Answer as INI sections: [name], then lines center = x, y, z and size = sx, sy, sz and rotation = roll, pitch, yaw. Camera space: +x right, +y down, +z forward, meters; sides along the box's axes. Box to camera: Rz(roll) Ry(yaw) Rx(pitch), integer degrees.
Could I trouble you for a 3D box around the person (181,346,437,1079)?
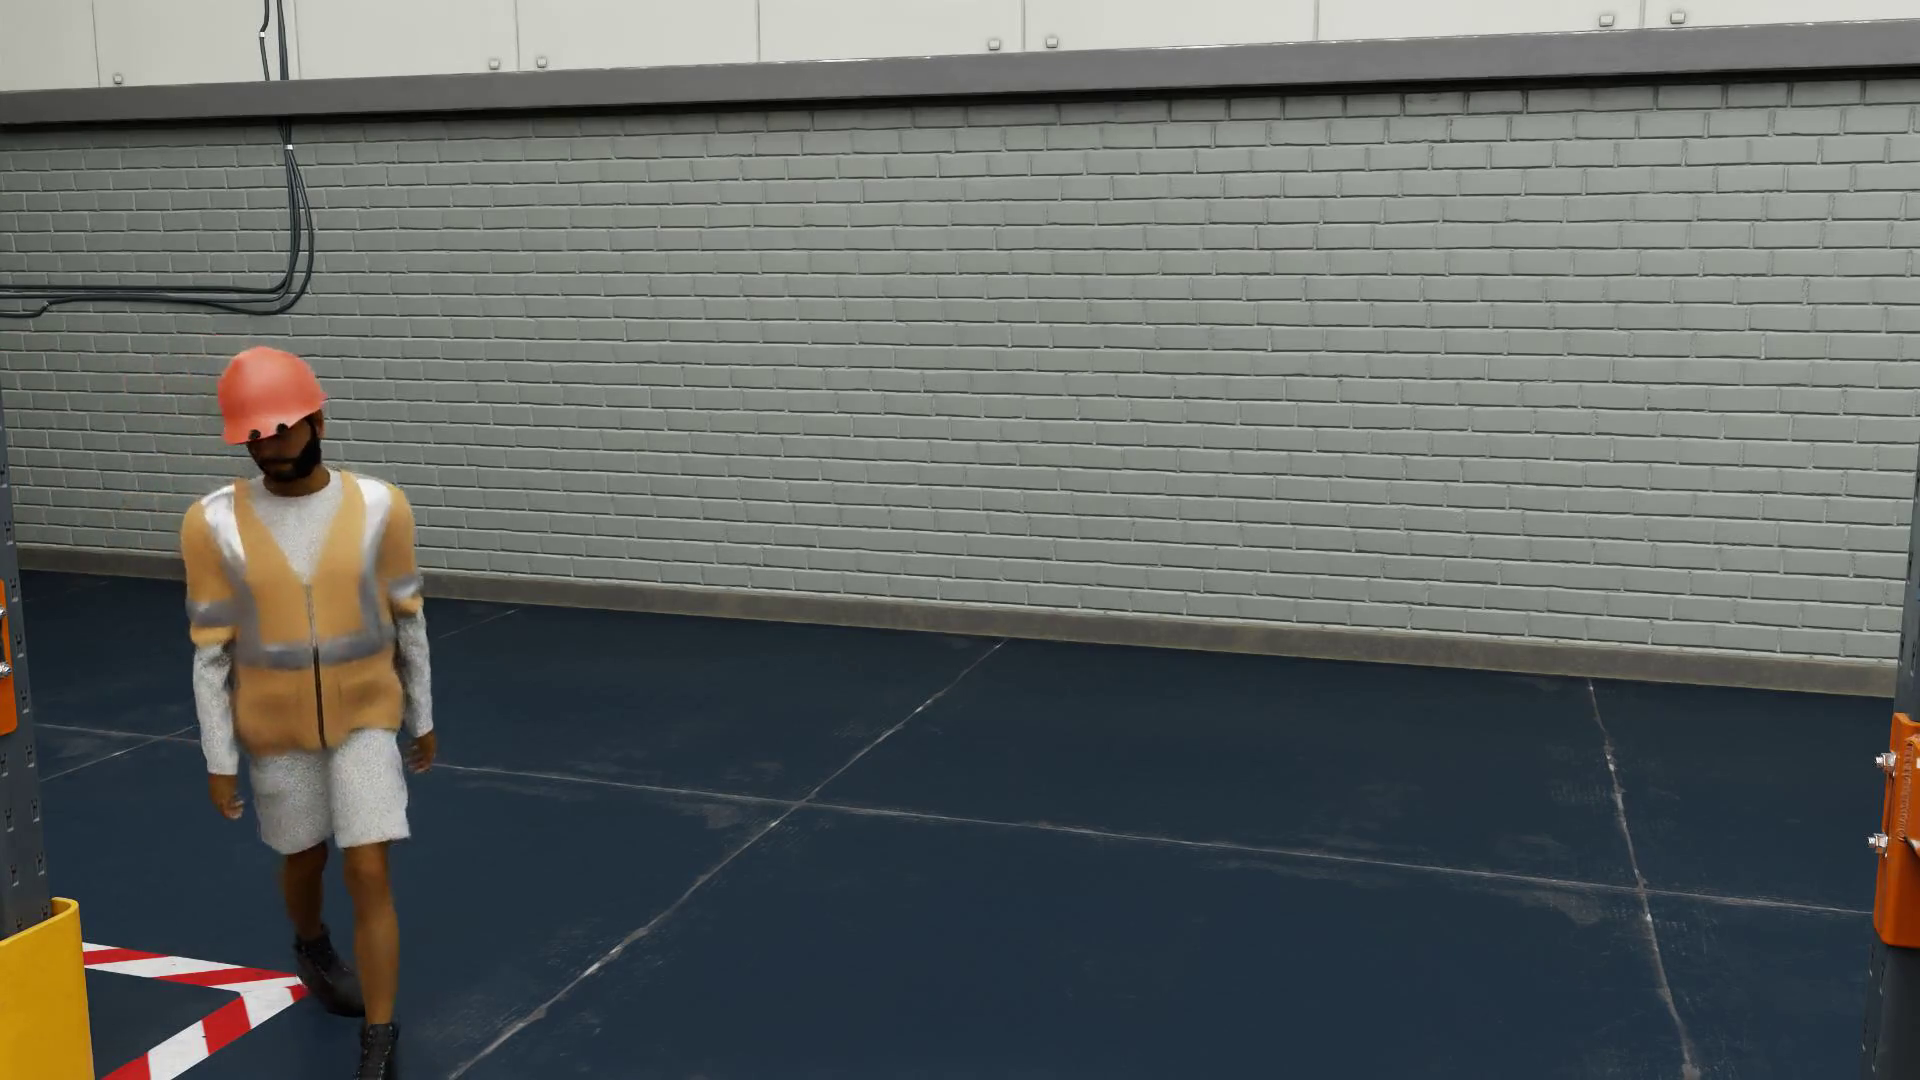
[person]
center = -1.631, 0.441, 4.224
size = 0.556, 1.891, 0.917
rotation = -4, 10, -23
